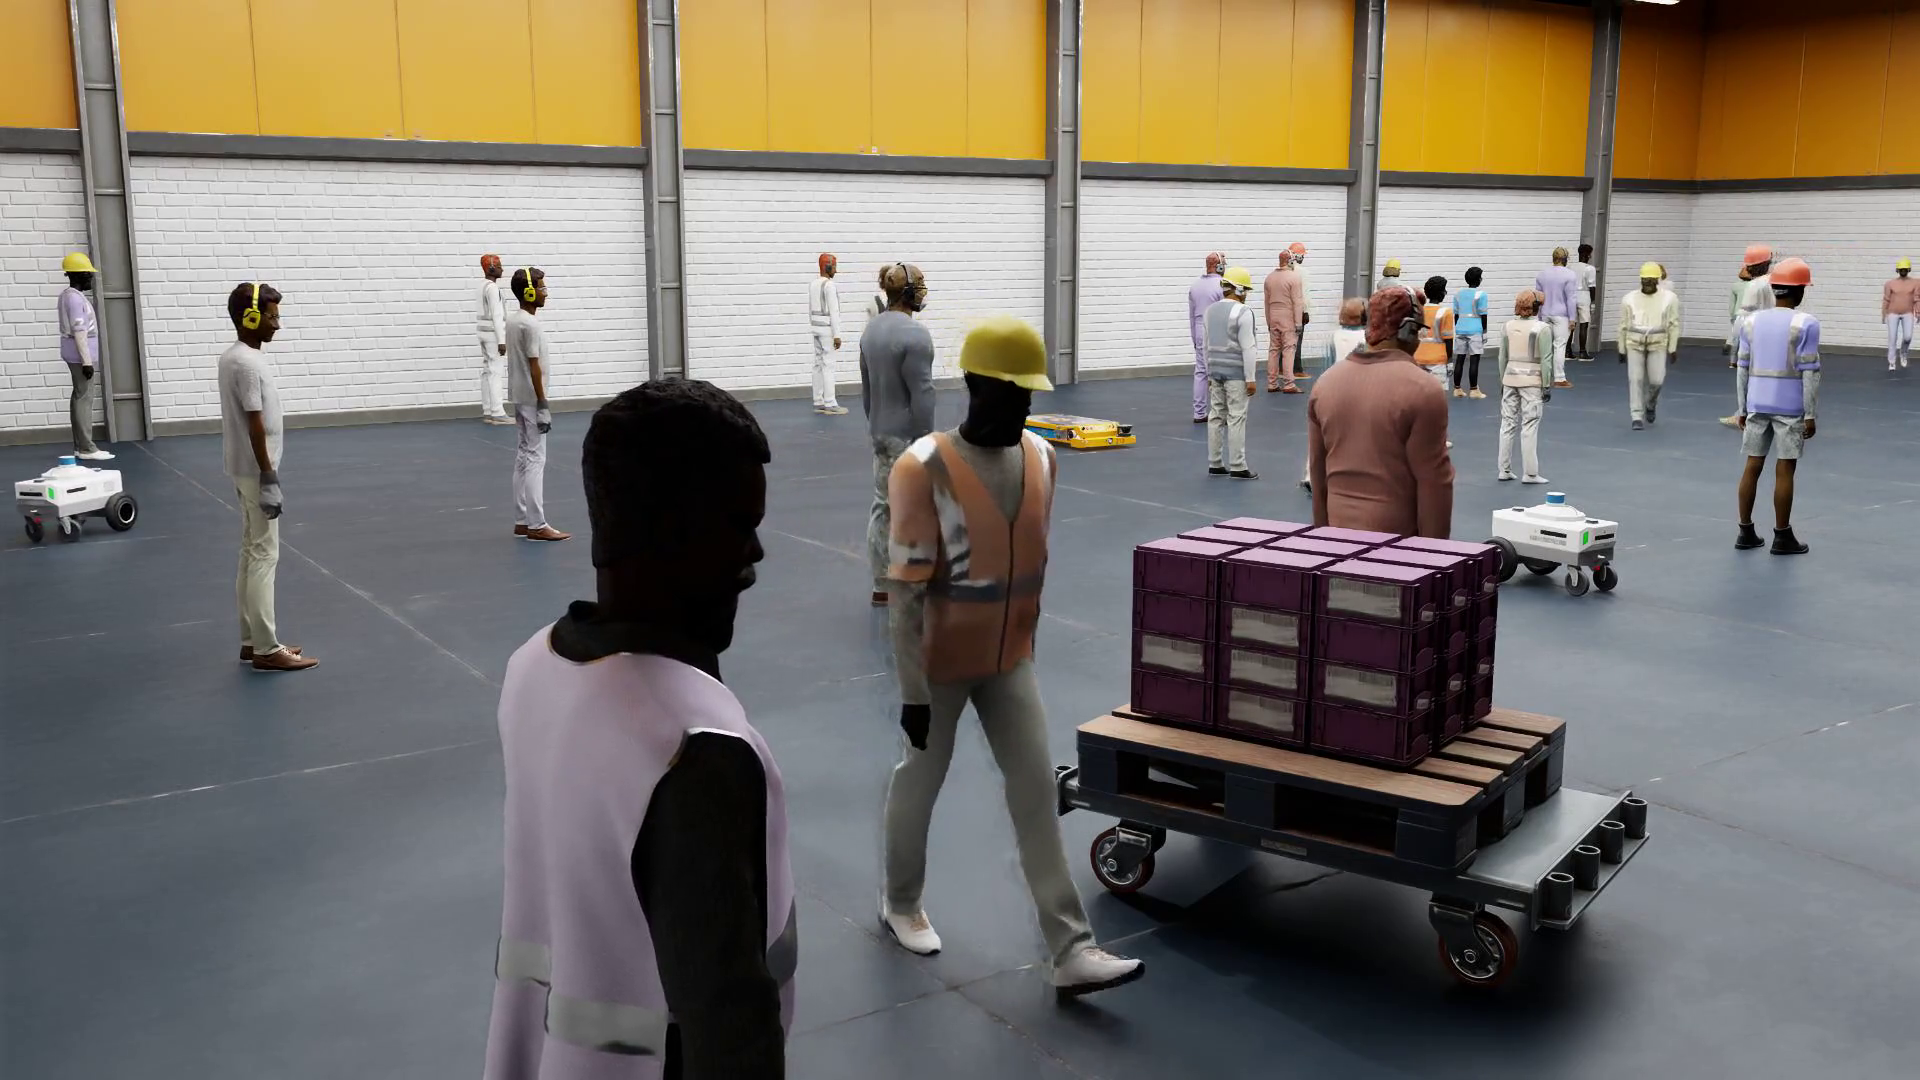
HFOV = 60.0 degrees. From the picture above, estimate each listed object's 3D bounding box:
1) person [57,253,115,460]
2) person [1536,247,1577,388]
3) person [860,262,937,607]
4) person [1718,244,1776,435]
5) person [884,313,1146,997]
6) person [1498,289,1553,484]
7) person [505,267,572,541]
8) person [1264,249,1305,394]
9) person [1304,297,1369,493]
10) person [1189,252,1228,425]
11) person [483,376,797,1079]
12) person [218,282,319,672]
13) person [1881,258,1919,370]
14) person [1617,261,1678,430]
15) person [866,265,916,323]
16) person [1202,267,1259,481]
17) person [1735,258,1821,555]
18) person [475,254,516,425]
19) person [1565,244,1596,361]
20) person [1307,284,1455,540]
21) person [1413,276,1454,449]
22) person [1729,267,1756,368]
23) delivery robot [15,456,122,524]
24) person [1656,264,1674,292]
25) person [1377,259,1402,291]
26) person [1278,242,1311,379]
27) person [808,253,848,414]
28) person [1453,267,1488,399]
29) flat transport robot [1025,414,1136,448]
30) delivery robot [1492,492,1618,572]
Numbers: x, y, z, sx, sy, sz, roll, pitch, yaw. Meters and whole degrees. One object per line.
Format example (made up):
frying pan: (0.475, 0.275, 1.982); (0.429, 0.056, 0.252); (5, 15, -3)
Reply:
person: (-8.193, -1.708, 15.543); (0.369, 1.928, 0.585); (-7, 12, -33)
person: (8.225, -3.064, 22.951); (0.372, 1.940, 0.627); (-7, 12, -33)
person: (-0.318, -0.557, 9.206); (0.372, 1.940, 0.627); (-7, 12, -33)
person: (8.426, -2.126, 17.675); (0.620, 1.983, 0.928); (-8, 13, -38)
person: (0.084, 0.324, 4.571); (0.628, 1.858, 1.015); (-8, 13, -37)
person: (4.764, -1.291, 14.046); (0.309, 1.641, 0.514); (-7, 12, -33)
person: (-2.930, -0.926, 11.418); (0.328, 1.873, 0.517); (-7, 12, -33)
person: (4.341, -2.905, 22.162); (0.407, 1.910, 0.639); (-7, 12, -33)
person: (3.101, -1.140, 13.310); (0.838, 1.605, 0.520); (-8, 13, -37)
person: (2.826, -2.231, 18.467); (0.407, 1.910, 0.639); (-7, 12, -33)
person: (-0.378, 0.758, 2.069); (0.392, 1.914, 0.587); (-7, 12, -33)
person: (-3.358, -0.297, 8.000); (0.328, 1.861, 0.517); (-7, 12, -33)
person: (14.672, -3.519, 25.935); (0.554, 1.749, 0.386); (5, 11, 26)
person: (7.430, -2.102, 17.997); (0.616, 1.819, 0.470); (5, 11, 24)
person: (-0.664, -1.724, 15.976); (0.584, 1.809, 0.682); (4, 11, 23)
person: (2.335, -1.420, 14.260); (0.403, 1.822, 0.589); (-7, 12, -33)
person: (5.383, -0.874, 10.942); (0.360, 1.939, 0.543); (-7, 12, -33)
person: (-5.188, -2.226, 18.513); (0.355, 1.883, 0.573); (-7, 12, -33)
person: (10.432, -3.989, 27.964); (0.377, 1.959, 0.604); (-7, 12, -33)
person: (1.603, 0.000, 6.262); (0.407, 1.902, 0.639); (-7, 12, -33)
person: (4.652, -1.748, 16.395); (0.319, 1.697, 0.533); (-7, 12, -33)
person: (12.443, -3.537, 26.378); (0.280, 1.634, 0.498); (-7, 12, -33)
delivery robot: (-6.193, -0.342, 11.566); (0.477, 0.478, 0.707); (3, 11, 14)
person: (11.830, -3.866, 28.210); (0.524, 1.616, 0.393); (3, 11, 17)
person: (6.659, -3.470, 25.733); (0.308, 1.736, 0.484); (-7, 12, -33)
person: (4.908, -3.365, 24.442); (0.379, 1.996, 0.610); (-7, 12, -33)
person: (-1.571, -2.424, 19.582); (0.355, 1.887, 0.573); (-7, 12, -33)
person: (6.561, -2.655, 21.370); (0.319, 1.697, 0.533); (-7, 12, -33)
flat transport robot: (1.077, -1.120, 16.864); (0.652, 0.197, 1.431); (-7, 12, -33)
delivery robot: (3.539, -0.041, 9.914); (0.477, 0.478, 0.707); (-7, 12, -33)
